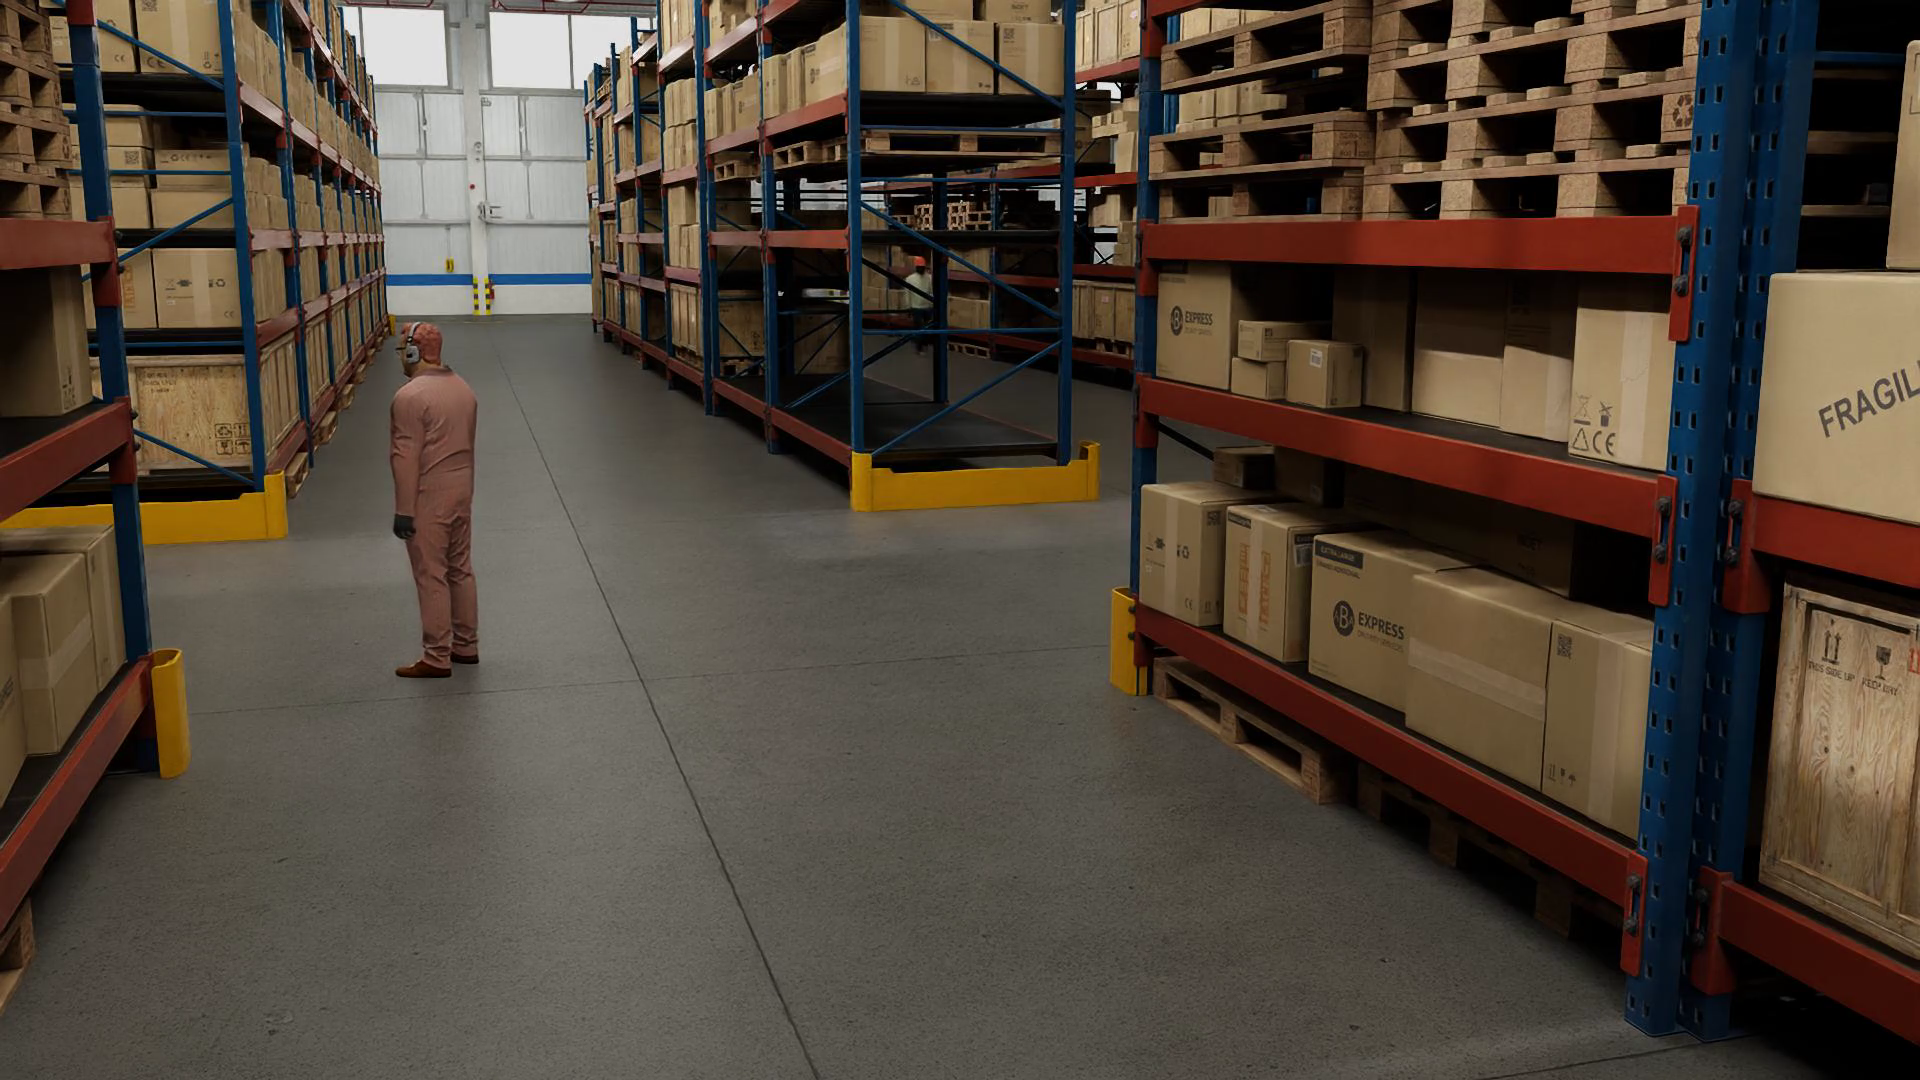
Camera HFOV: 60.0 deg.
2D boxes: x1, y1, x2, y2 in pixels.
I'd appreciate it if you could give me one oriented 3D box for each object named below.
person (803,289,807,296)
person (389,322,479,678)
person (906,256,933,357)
[{"bbox_3d":[-3.680,-5.242,36.787,0.626,1.785,0.902,-6,12,-32],"label":"person"},{"bbox_3d":[-2.846,-0.216,8.955,0.399,1.900,0.645,2,11,13],"label":"person"},{"bbox_3d":[-0.760,-4.568,32.571,0.659,1.980,0.435,-5,11,-25],"label":"person"}]
